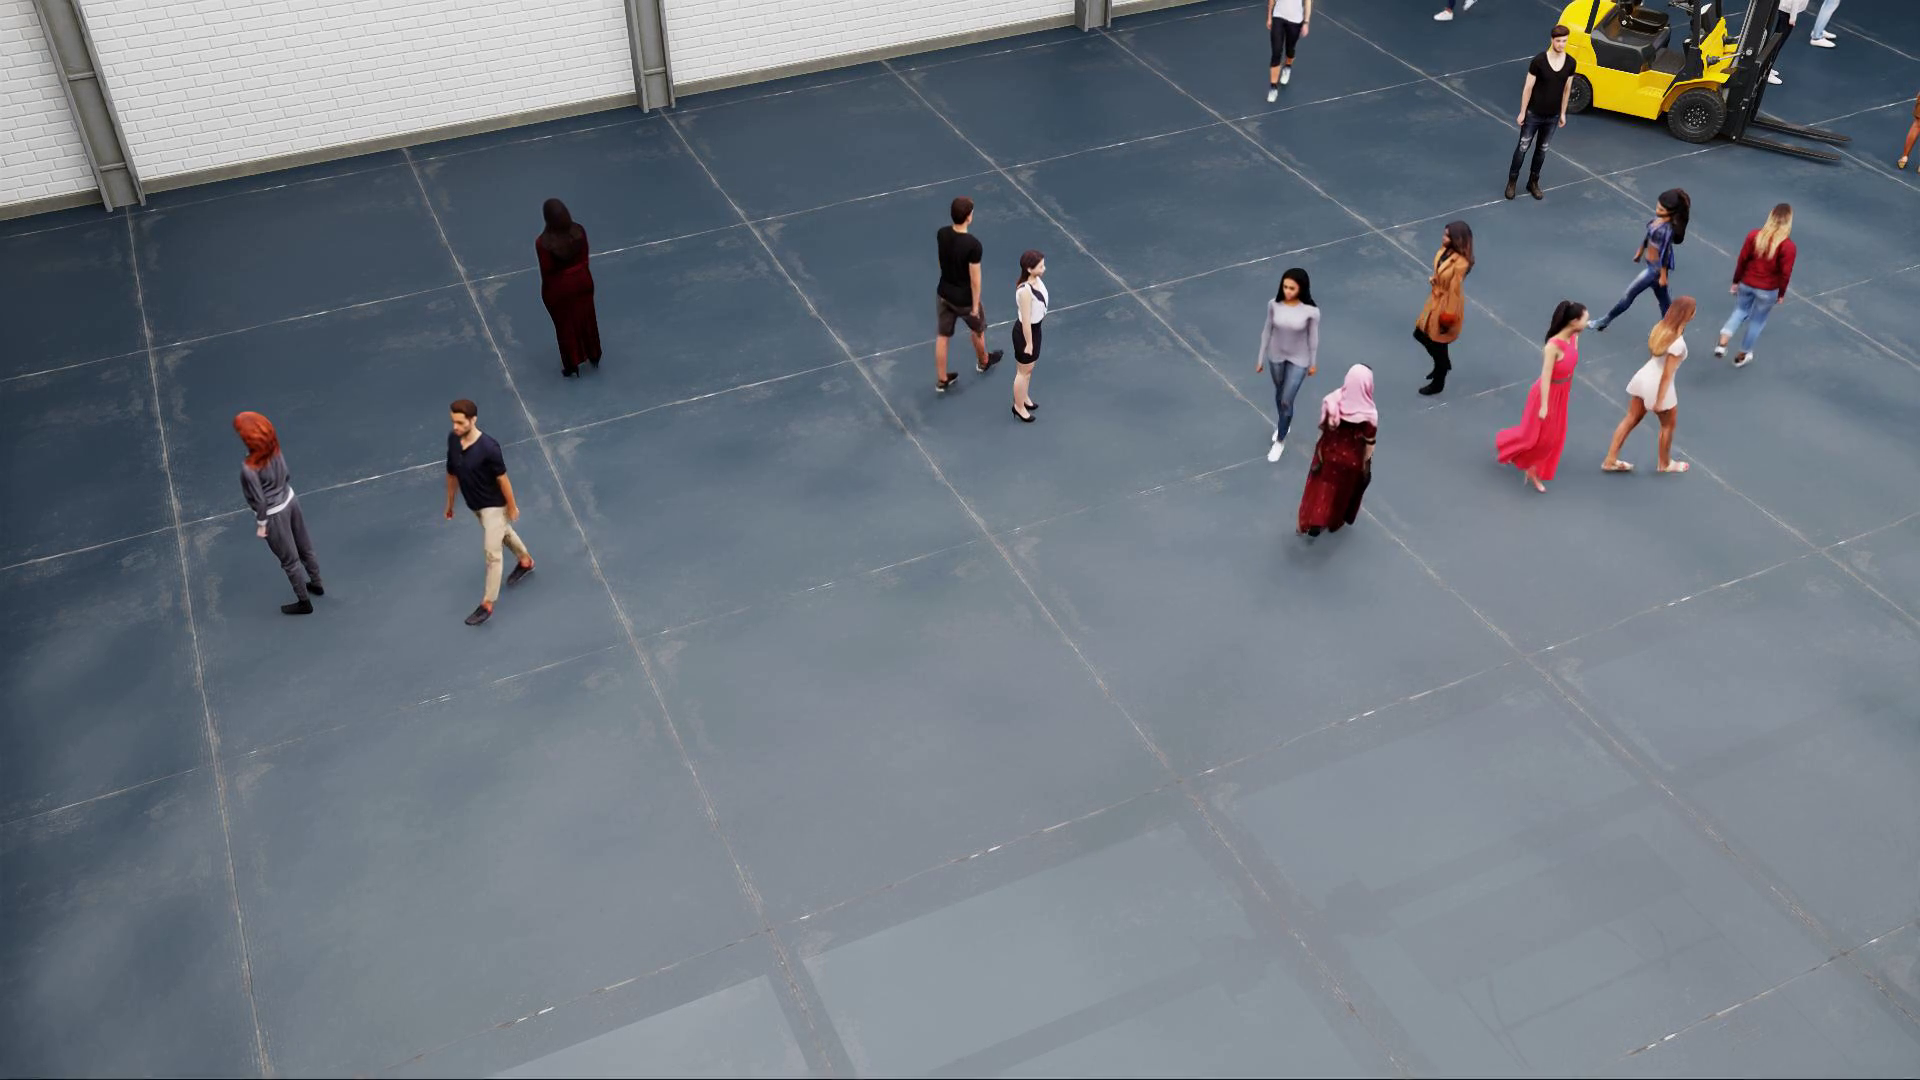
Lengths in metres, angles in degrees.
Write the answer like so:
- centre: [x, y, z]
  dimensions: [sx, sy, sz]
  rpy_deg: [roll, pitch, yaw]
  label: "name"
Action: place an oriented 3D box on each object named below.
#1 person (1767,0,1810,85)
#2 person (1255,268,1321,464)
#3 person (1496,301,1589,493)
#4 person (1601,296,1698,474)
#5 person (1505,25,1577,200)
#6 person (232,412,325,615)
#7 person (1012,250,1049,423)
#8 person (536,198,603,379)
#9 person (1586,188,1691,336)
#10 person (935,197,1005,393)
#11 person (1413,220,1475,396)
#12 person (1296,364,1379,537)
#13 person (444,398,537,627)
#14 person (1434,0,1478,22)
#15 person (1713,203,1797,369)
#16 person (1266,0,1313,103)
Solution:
- centre: [10.087, -6.442, 20.250]
  dimensions: [0.749, 1.701, 0.710]
  rpy_deg: [9, 39, 11]
  label: "person"
- centre: [2.830, -1.579, 14.147]
  dimensions: [0.865, 1.718, 0.970]
  rpy_deg: [22, 43, 25]
  label: "person"
- centre: [4.799, -1.188, 13.671]
  dimensions: [0.818, 1.702, 0.800]
  rpy_deg: [-22, 44, -25]
  label: "person"
- centre: [5.667, -1.255, 13.781]
  dimensions: [1.015, 1.669, 0.801]
  rpy_deg: [-2, 39, -2]
  label: "person"
- centre: [6.215, -4.579, 17.761]
  dimensions: [0.675, 1.896, 0.812]
  rpy_deg: [0, 39, 0]
  label: "person"
- centre: [-5.077, -0.211, 12.382]
  dimensions: [0.683, 1.782, 0.656]
  rpy_deg: [7, 39, 9]
  label: "person"
- centre: [0.591, -1.785, 14.460]
  dimensions: [0.672, 1.649, 0.634]
  rpy_deg: [7, 39, 9]
  label: "person"
- centre: [-3.524, -2.278, 14.992]
  dimensions: [0.799, 1.757, 0.662]
  rpy_deg: [31, 48, 33]
  label: "person"
- centre: [6.531, -2.510, 15.432]
  dimensions: [1.159, 1.570, 1.055]
  rpy_deg: [10, 40, 12]
  label: "person"
- centre: [-0.082, -2.137, 14.754]
  dimensions: [0.969, 1.832, 1.137]
  rpy_deg: [24, 44, 27]
  label: "person"
- centre: [4.383, -2.042, 14.734]
  dimensions: [0.782, 1.710, 0.798]
  rpy_deg: [-7, 39, -9]
  label: "person"
- centre: [2.980, -0.655, 13.066]
  dimensions: [0.865, 1.623, 0.949]
  rpy_deg: [21, 43, 24]
  label: "person"
- centre: [-3.492, -0.329, 12.500]
  dimensions: [1.019, 1.819, 1.198]
  rpy_deg: [22, 44, 25]
  label: "person"
- centre: [6.634, -7.669, 21.740]
  dimensions: [0.928, 1.760, 0.785]
  rpy_deg: [-1, 39, -2]
  label: "person"
- centre: [7.201, -2.262, 15.080]
  dimensions: [0.790, 1.620, 0.724]
  rpy_deg: [-30, 47, -32]
  label: "person"
- centre: [3.950, -6.277, 19.948]
  dimensions: [1.204, 1.819, 1.225]
  rpy_deg: [11, 40, 13]
  label: "person"
